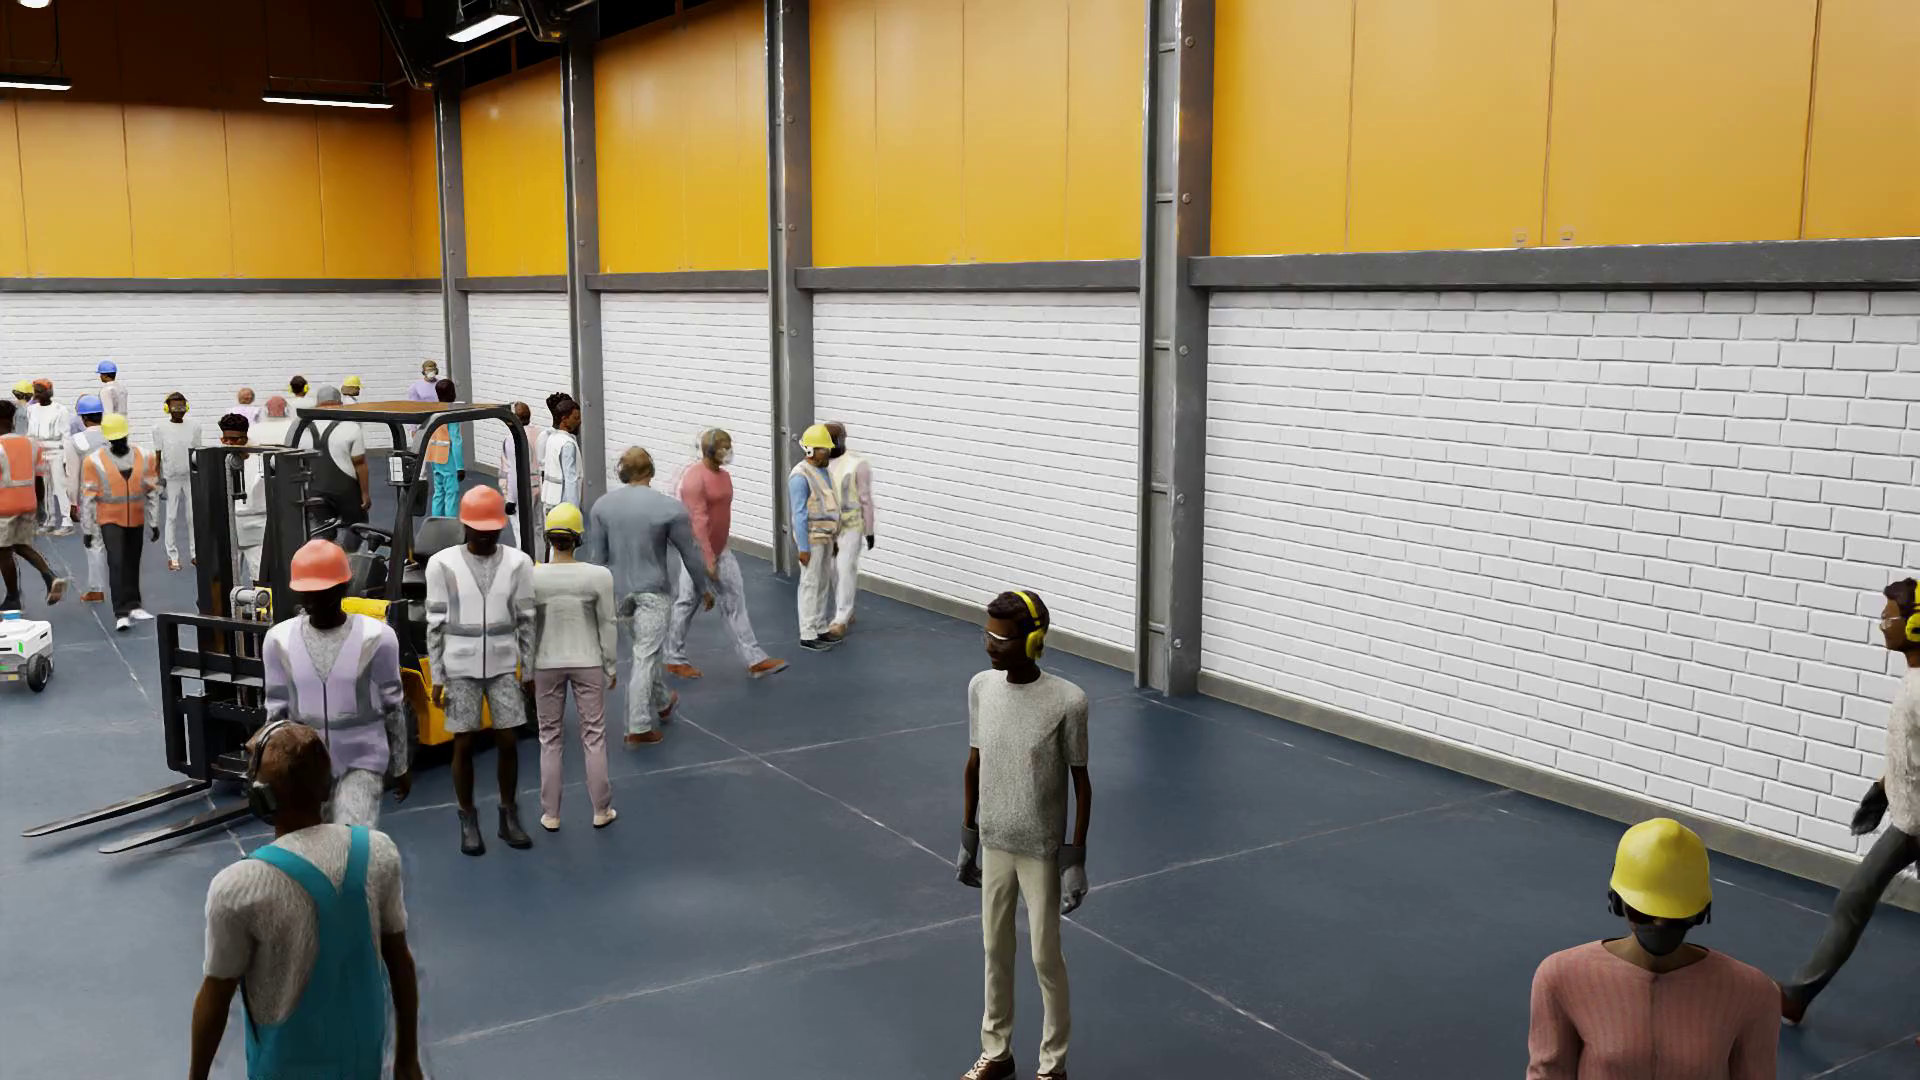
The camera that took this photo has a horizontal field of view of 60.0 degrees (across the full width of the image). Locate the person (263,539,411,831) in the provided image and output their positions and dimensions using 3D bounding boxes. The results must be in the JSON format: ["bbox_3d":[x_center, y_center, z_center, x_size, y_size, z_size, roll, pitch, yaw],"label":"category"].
[{"bbox_3d":[-2.616,0.901,7.059,0.553,1.898,0.979,-1,8,-4],"label":"person"}]

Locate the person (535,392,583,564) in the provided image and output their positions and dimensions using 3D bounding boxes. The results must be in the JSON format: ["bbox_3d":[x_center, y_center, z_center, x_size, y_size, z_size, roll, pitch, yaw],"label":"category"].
[{"bbox_3d":[-3.735,-0.408,15.604,0.367,1.966,0.607,2,9,11],"label":"person"}]

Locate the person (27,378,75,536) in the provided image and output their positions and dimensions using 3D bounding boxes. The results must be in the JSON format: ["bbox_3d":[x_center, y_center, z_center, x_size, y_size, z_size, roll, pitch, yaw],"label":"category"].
[{"bbox_3d":[-10.821,-0.982,19.782,0.579,1.878,0.347,2,9,15],"label":"person"}]

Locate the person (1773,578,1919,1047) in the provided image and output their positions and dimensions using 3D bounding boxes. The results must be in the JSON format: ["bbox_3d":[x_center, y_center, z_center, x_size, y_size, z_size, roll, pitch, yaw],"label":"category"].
[{"bbox_3d":[3.523,1.046,6.307,0.995,1.817,0.509,6,11,36],"label":"person"}]

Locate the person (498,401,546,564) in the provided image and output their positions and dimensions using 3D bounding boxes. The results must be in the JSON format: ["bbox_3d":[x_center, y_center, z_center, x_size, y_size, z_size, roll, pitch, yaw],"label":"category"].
[{"bbox_3d":[-4.248,-0.426,16.143,0.430,1.843,0.625,2,9,11],"label":"person"}]

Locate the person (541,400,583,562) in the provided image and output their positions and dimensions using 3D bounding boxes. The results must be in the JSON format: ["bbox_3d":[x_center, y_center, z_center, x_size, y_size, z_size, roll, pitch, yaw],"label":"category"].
[{"bbox_3d":[-3.611,-0.319,15.167,0.371,1.915,0.595,-5,10,-28],"label":"person"}]

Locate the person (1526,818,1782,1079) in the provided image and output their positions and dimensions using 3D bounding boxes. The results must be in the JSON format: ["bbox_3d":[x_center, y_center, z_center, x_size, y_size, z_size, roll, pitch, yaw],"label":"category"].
[{"bbox_3d":[1.520,1.462,3.704,0.519,1.757,0.339,2,9,15],"label":"person"}]

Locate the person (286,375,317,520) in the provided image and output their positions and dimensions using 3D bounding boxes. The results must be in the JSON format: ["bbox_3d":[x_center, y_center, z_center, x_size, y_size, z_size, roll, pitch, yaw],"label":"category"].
[{"bbox_3d":[-8.292,-1.152,21.005,0.550,1.849,0.422,1,8,6],"label":"person"}]

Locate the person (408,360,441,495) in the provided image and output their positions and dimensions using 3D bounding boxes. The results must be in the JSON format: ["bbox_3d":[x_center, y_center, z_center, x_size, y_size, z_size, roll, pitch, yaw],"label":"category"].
[{"bbox_3d":[-7.559,-1.612,23.807,0.633,1.938,0.356,-6,10,-35],"label":"person"}]

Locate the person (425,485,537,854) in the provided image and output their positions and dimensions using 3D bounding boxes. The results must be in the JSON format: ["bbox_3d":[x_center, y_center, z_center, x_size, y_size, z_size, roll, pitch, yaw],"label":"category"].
[{"bbox_3d":[-2.431,0.665,8.540,0.559,1.912,0.439,-4,9,-26],"label":"person"}]

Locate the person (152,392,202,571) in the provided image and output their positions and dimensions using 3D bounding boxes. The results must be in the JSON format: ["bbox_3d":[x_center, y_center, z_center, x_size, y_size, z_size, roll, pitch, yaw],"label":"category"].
[{"bbox_3d":[-8.128,-0.616,17.357,0.506,1.864,0.329,-7,11,-40],"label":"person"}]

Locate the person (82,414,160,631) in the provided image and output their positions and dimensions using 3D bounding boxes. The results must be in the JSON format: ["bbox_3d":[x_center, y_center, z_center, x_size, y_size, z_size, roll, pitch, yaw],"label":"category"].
[{"bbox_3d":[-7.206,-0.158,14.313,0.853,1.854,0.619,7,11,41],"label":"person"}]

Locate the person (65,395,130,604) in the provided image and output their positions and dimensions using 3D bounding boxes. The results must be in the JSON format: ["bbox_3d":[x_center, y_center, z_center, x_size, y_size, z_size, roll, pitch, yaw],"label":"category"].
[{"bbox_3d":[-8.030,-0.381,15.532,0.426,1.938,0.604,6,10,34],"label":"person"}]

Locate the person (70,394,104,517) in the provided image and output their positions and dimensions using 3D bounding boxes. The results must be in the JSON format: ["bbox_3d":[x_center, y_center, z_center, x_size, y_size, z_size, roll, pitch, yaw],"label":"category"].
[{"bbox_3d":[-10.928,-1.020,20.881,0.280,1.624,0.493,4,9,23],"label":"person"}]

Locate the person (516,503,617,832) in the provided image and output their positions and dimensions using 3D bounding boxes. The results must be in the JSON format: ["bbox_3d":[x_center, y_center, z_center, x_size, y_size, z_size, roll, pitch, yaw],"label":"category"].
[{"bbox_3d":[-2.104,0.682,8.930,0.527,1.767,0.331,-1,9,-9],"label":"person"}]

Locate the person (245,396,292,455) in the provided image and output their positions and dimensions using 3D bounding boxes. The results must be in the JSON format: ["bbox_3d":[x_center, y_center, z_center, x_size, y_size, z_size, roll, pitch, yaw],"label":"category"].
[{"bbox_3d":[-6.891,-0.526,16.815,0.659,1.843,1.017,-2,9,-13],"label":"person"}]

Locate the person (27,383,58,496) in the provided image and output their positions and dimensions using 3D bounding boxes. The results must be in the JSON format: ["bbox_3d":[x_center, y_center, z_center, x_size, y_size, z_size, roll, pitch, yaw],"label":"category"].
[{"bbox_3d":[-13.029,-1.428,23.623,0.541,1.623,0.343,0,8,-2],"label":"person"}]

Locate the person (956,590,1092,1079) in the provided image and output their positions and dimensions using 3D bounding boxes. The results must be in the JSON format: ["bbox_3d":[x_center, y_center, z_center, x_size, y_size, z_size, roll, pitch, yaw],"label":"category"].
[{"bbox_3d":[0.210,1.091,5.841,0.534,1.865,0.311,6,10,34],"label":"person"}]

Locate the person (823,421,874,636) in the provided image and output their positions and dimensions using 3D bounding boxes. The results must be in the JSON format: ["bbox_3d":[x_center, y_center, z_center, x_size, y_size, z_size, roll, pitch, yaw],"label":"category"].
[{"bbox_3d":[-1.030,-0.110,14.146,0.632,1.842,0.616,5,10,30],"label":"person"}]

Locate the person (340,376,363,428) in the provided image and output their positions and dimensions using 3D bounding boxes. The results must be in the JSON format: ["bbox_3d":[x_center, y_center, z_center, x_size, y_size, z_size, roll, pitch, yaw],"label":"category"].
[{"bbox_3d":[-8.488,-1.431,23.280,0.323,1.736,0.484,-5,10,-32],"label":"person"}]

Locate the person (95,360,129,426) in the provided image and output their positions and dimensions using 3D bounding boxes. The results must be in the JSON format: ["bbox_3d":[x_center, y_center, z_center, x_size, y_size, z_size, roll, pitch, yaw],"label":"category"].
[{"bbox_3d":[-11.825,-1.530,23.228,0.395,1.945,0.618,0,8,-3],"label":"person"}]

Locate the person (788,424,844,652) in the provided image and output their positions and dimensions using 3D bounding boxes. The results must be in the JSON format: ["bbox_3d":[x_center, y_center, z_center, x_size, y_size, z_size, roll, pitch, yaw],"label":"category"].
[{"bbox_3d":[-1.153,-0.024,13.473,0.404,1.832,0.593,3,9,18],"label":"person"}]

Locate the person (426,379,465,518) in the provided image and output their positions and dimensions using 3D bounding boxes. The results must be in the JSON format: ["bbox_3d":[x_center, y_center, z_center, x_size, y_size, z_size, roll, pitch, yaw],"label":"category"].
[{"bbox_3d":[-5.806,-0.856,18.785,0.589,1.919,0.393,7,11,39],"label":"person"}]

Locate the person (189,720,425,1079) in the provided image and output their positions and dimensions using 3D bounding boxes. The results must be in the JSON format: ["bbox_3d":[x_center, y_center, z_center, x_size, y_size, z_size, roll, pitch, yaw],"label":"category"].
[{"bbox_3d":[-1.743,1.349,4.303,0.921,1.803,0.514,5,10,30],"label":"person"}]

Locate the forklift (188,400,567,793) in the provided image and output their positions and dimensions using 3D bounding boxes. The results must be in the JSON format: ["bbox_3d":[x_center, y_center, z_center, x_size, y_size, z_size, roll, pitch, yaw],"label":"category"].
[{"bbox_3d":[-3.529,0.258,10.348,1.214,2.155,2.313,4,9,25],"label":"forklift"}]

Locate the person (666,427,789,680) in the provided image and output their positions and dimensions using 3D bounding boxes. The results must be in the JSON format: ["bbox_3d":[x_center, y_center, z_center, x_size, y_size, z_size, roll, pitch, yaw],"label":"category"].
[{"bbox_3d":[-1.762,0.126,12.249,1.021,1.883,0.649,4,9,23],"label":"person"}]

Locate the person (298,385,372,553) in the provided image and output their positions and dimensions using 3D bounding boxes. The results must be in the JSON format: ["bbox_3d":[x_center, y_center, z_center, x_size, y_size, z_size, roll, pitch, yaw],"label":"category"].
[{"bbox_3d":[-5.992,-0.502,15.988,0.719,2.000,0.540,1,9,9],"label":"person"}]

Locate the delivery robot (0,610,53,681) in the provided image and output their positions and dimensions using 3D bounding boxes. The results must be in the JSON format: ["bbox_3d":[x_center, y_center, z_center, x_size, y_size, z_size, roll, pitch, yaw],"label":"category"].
[{"bbox_3d":[-6.918,0.758,12.163,0.477,0.478,0.707,-2,9,-13],"label":"delivery robot"}]

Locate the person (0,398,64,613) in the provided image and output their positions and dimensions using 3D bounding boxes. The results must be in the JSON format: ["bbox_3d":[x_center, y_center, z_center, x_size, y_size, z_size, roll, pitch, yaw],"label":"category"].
[{"bbox_3d":[-8.448,-0.293,14.901,0.550,1.944,0.617,2,9,16],"label":"person"}]

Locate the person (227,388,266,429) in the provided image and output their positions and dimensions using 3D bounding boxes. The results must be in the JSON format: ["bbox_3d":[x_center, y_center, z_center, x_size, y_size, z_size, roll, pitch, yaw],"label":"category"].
[{"bbox_3d":[-9.610,-1.244,22.470,0.517,1.604,0.801,-3,9,-17],"label":"person"}]

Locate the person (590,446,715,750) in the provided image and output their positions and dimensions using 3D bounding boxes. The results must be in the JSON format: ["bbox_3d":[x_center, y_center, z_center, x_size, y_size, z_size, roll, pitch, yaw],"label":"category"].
[{"bbox_3d":[-1.970,0.342,10.766,0.714,1.891,0.977,3,9,18],"label":"person"}]
